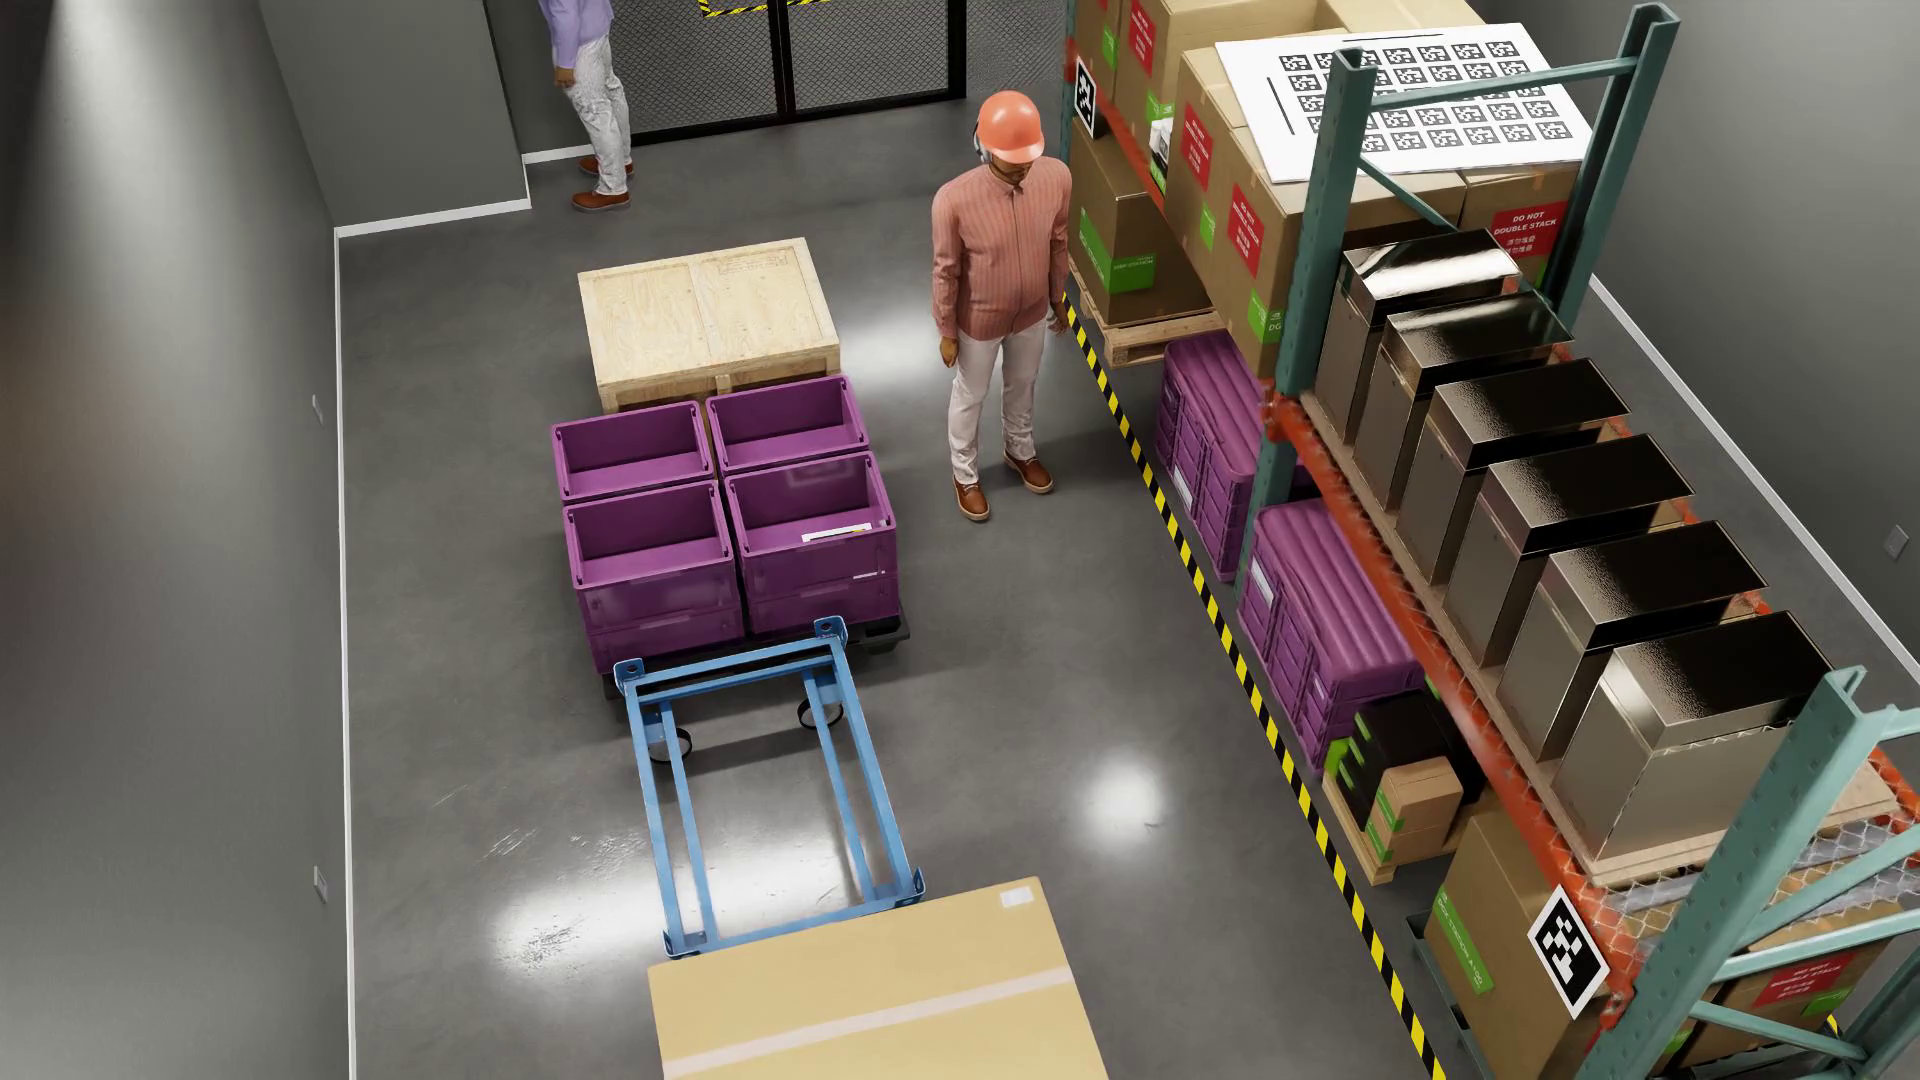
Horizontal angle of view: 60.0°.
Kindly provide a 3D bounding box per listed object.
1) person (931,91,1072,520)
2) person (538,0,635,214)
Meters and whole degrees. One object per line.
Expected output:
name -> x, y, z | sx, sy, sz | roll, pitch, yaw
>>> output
person -> 0.175, -0.926, 6.699 | 0.611, 1.995, 0.380 | -23, 51, -19
person -> -1.889, -2.501, 8.189 | 0.372, 1.932, 0.629 | 2, 47, 2
